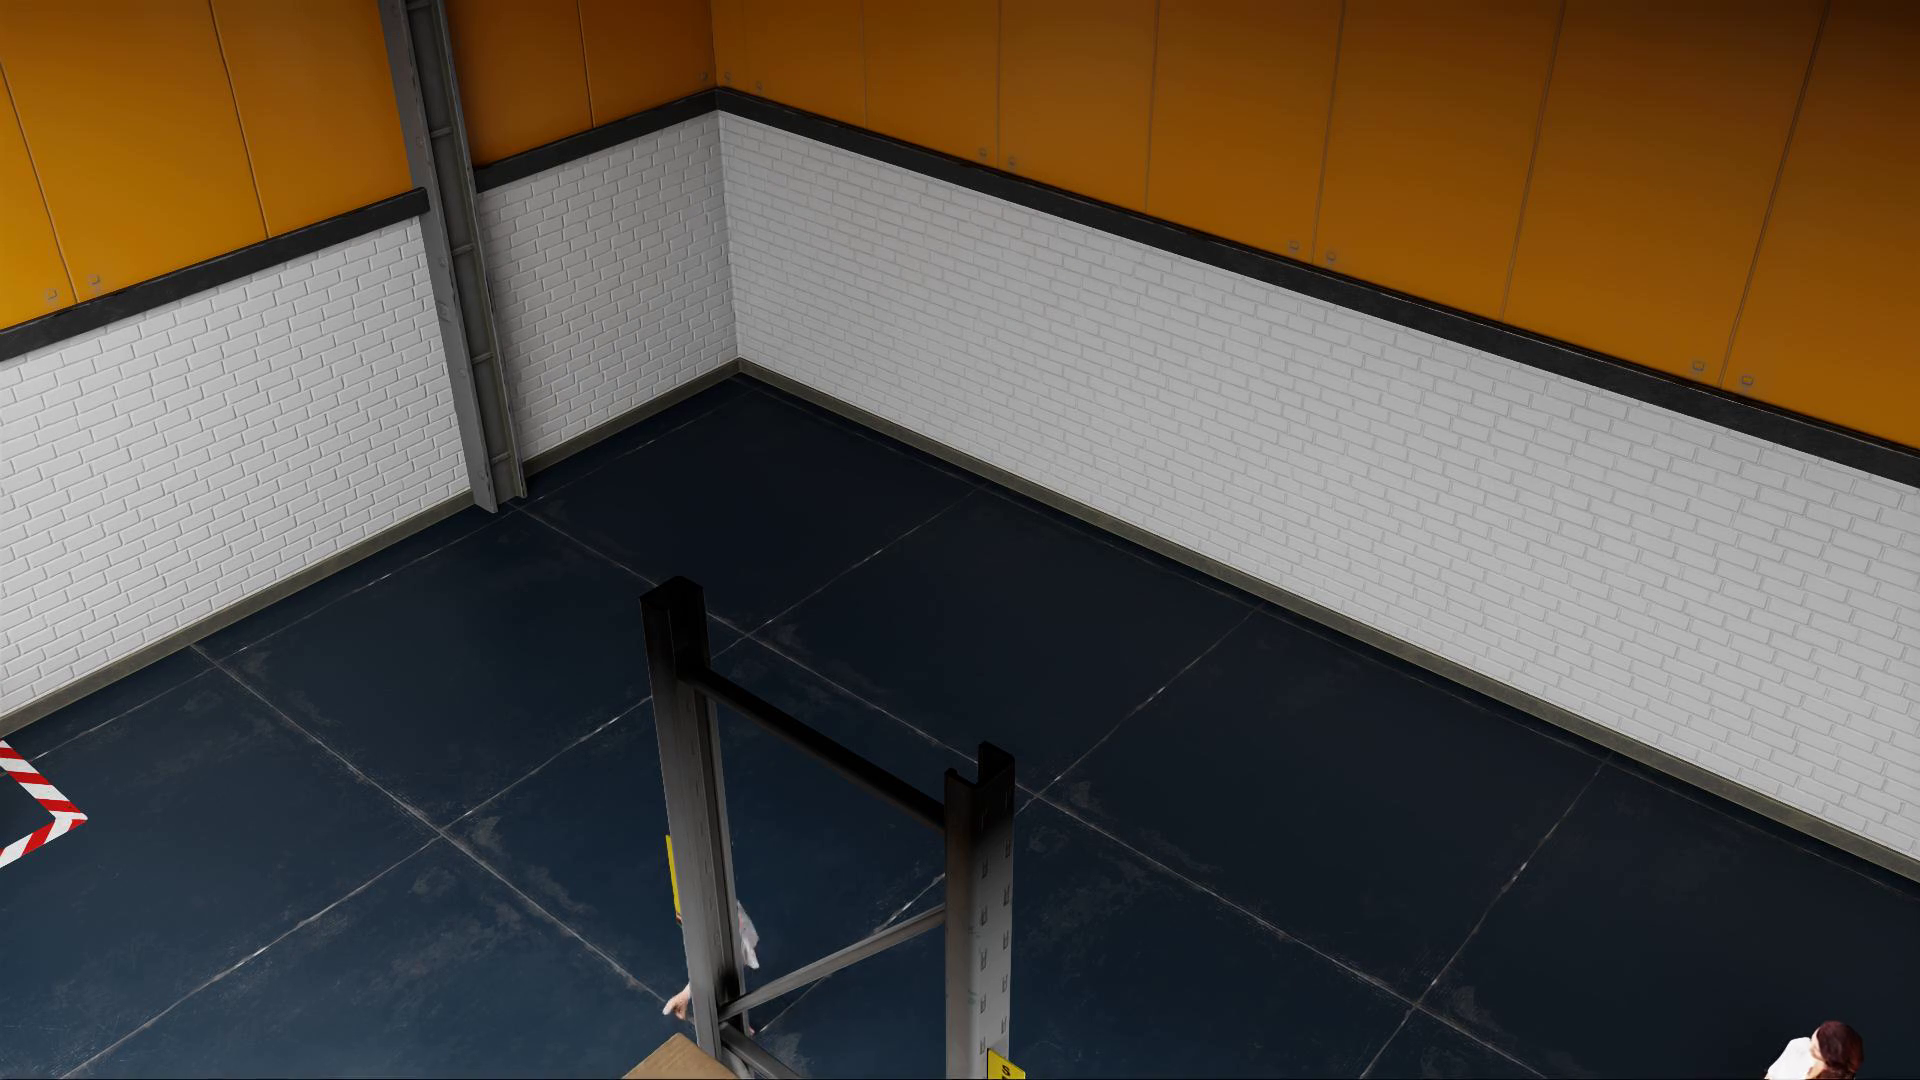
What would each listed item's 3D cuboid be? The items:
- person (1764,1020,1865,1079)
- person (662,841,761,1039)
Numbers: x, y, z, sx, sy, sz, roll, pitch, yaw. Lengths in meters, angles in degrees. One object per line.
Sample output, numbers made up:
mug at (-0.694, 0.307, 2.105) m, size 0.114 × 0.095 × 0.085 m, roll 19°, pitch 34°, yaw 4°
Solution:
person at (4.288, 3.074, 8.550) m, size 0.677 × 1.791 × 0.681 m, roll -13°, pitch 36°, yaw -19°
person at (-1.493, 2.333, 9.690) m, size 0.966 × 1.763 × 0.898 m, roll -4°, pitch 34°, yaw -6°
